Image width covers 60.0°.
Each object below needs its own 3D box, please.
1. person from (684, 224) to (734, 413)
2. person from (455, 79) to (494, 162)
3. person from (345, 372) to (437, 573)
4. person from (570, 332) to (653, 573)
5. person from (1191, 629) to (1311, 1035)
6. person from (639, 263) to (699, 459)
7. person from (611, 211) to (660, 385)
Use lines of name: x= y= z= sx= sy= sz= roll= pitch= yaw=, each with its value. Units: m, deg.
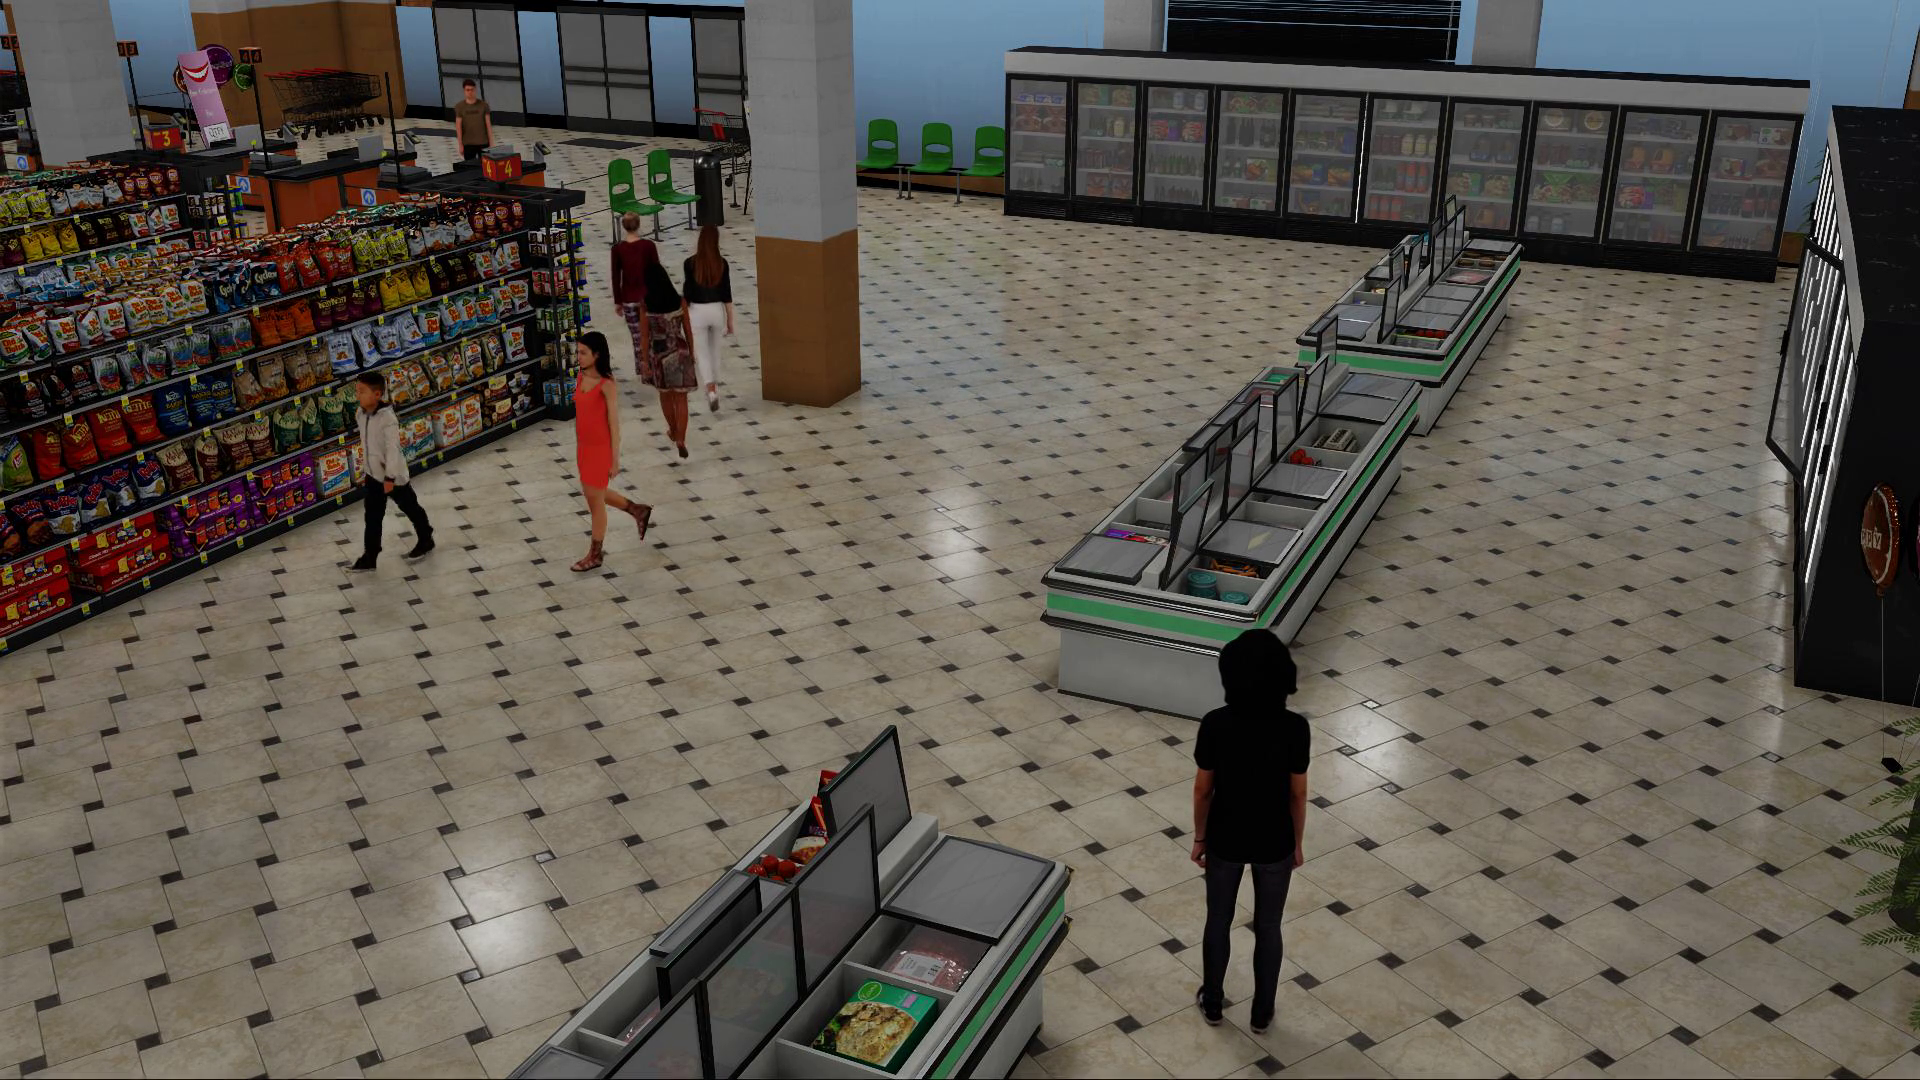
person: x=-2.297 y=-1.994 z=15.149 sx=1.002 sy=1.669 sz=1.074 roll=-7 pitch=23 yaw=-17
person: x=-7.104 y=-5.814 z=24.411 sx=0.730 sy=1.851 sz=0.806 roll=-9 pitch=24 yaw=-22
person: x=-3.982 y=-0.487 z=11.726 sx=0.645 sy=1.424 sz=0.954 roll=13 pitch=25 yaw=28
person: x=-2.490 y=-0.636 z=11.724 sx=0.780 sy=1.703 sz=1.041 roll=18 pitch=28 yaw=38
person: x=1.202 y=1.228 z=6.916 sx=0.678 sy=1.829 sz=0.609 roll=4 pitch=22 yaw=11
person: x=-2.445 y=-1.481 z=13.962 sx=1.039 sy=1.601 sz=1.202 roll=-3 pitch=22 yaw=-9
person: x=-3.055 y=-2.281 z=15.849 sx=0.887 sy=1.680 sz=1.049 roll=-2 pitch=22 yaw=-4
